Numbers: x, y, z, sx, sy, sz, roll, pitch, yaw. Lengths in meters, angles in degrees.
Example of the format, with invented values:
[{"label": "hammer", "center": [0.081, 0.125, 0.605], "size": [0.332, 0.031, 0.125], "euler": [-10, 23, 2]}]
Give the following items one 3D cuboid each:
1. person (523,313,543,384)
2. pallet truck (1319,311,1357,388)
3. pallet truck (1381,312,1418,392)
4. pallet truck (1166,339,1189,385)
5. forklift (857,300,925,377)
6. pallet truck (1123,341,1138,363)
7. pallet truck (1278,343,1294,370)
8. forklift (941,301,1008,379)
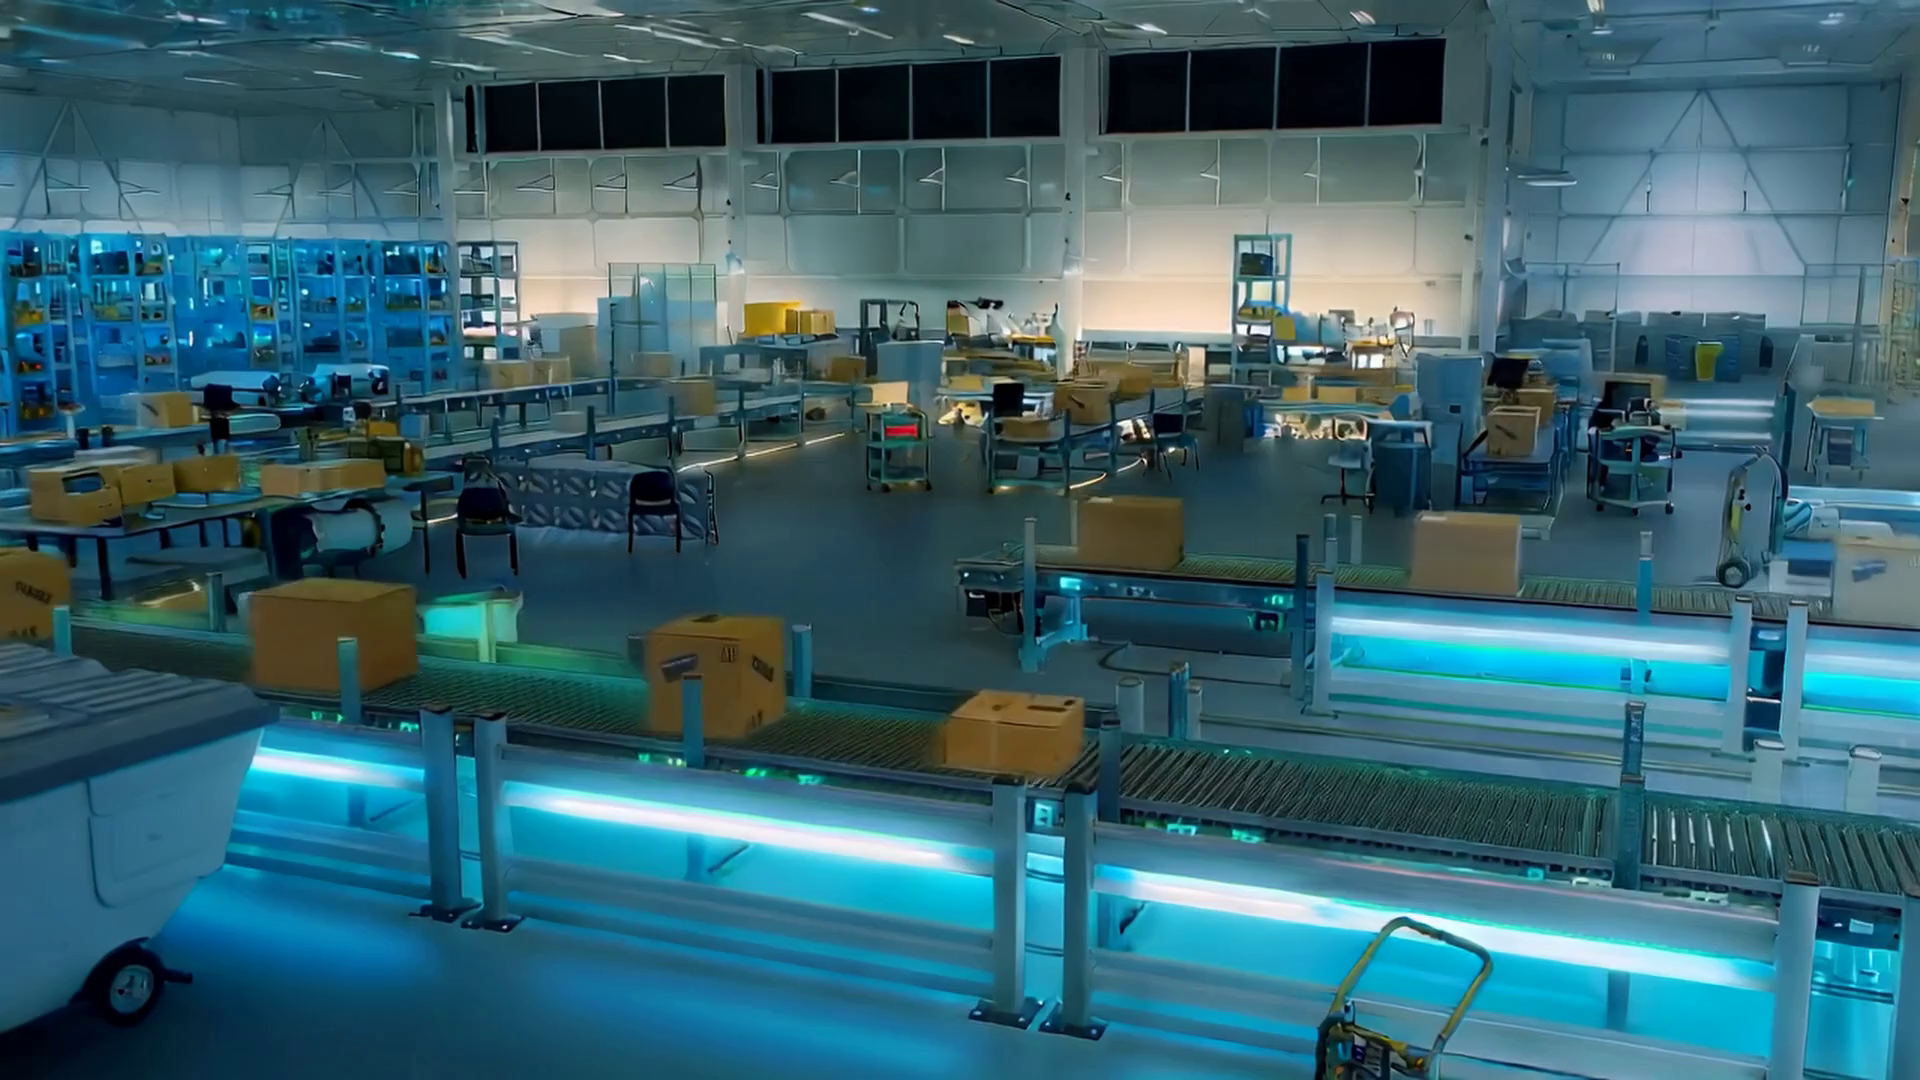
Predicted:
[{"label": "person", "center": [-10.952, -4.909, 42.713], "size": [0.621, 1.823, 0.403], "euler": [8, 12, 40]}, {"label": "pallet truck", "center": [9.071, -4.419, 39.190], "size": [0.823, 1.965, 1.885], "euler": [5, 10, 26]}, {"label": "pallet truck", "center": [10.207, -4.283, 38.369], "size": [0.823, 1.965, 1.885], "euler": [3, 10, 20]}, {"label": "pallet truck", "center": [5.418, -4.269, 40.420], "size": [0.704, 1.261, 1.522], "euler": [3, 10, 20]}, {"label": "forklift", "center": [-1.732, -5.109, 42.468], "size": [1.157, 1.987, 2.680], "euler": [4, 10, 22]}, {"label": "pallet truck", "center": [4.445, -4.380, 41.279], "size": [0.680, 1.201, 1.601], "euler": [4, 10, 22]}, {"label": "pallet truck", "center": [7.886, -4.163, 39.743], "size": [0.653, 1.274, 1.630], "euler": [4, 10, 22]}, {"label": "forklift", "center": [0.365, -4.966, 41.571], "size": [1.157, 1.987, 2.680], "euler": [3, 10, 20]}]
